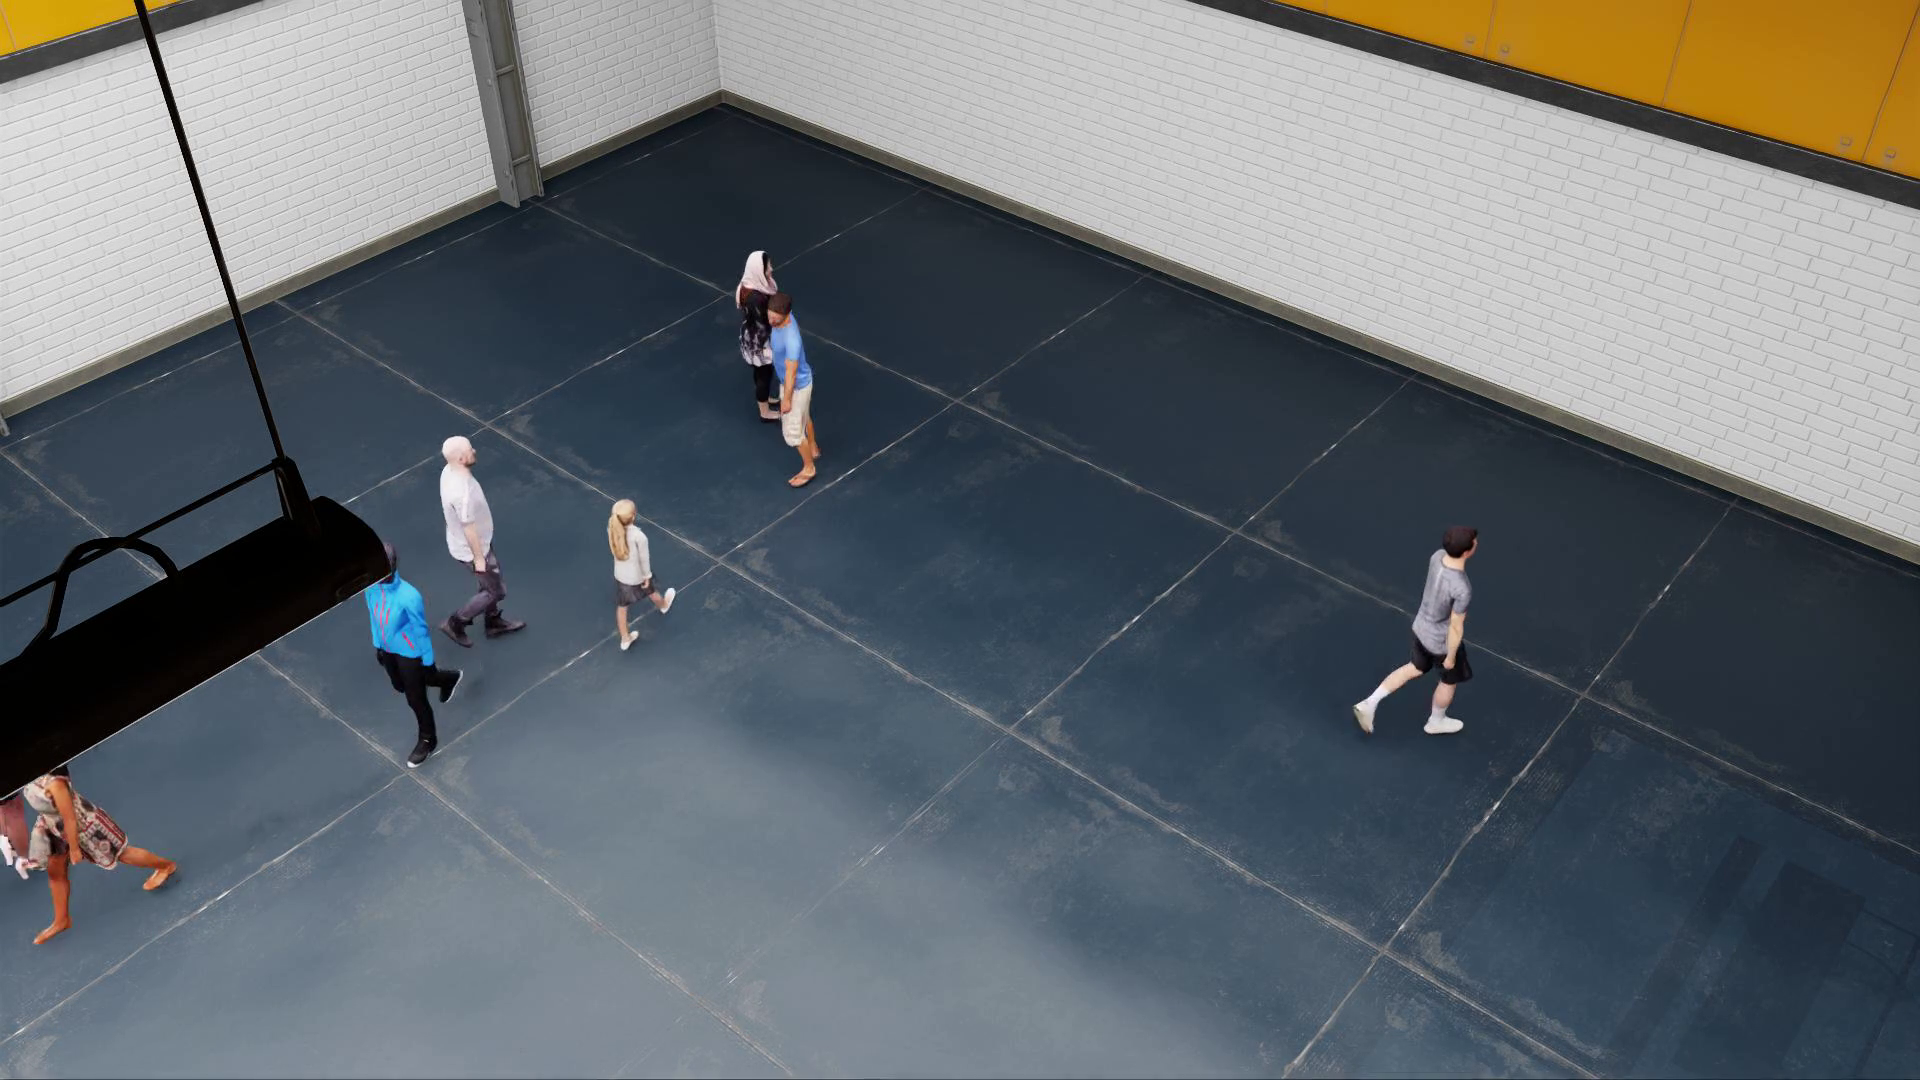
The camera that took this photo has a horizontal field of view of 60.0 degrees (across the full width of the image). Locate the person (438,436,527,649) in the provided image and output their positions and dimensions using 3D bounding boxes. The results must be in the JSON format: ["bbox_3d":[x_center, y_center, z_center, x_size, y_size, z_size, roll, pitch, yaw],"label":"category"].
[{"bbox_3d":[-3.624,0.056,12.074,0.994,1.818,0.892,-11,40,-14],"label":"person"}]

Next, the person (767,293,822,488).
[{"bbox_3d":[-1.340,-1.324,13.791,0.960,1.832,0.934,1,39,1],"label":"person"}]

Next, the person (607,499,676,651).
[{"bbox_3d":[-2.457,0.271,12.266,0.683,1.243,0.935,13,40,15],"label":"person"}]

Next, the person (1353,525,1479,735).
[{"bbox_3d":[3.159,0.653,11.305,1.170,1.844,1.049,-8,39,-9],"label":"person"}]

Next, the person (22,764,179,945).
[{"bbox_3d":[-5.322,1.719,10.168,1.120,1.598,0.637,-32,48,-33],"label":"person"}]

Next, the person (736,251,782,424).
[{"bbox_3d":[-1.765,-1.767,14.506,0.829,1.632,0.748,-4,39,-5],"label":"person"}]

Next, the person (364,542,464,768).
[{"bbox_3d":[-3.715,0.693,11.310,0.754,1.776,1.024,18,42,21],"label":"person"}]
